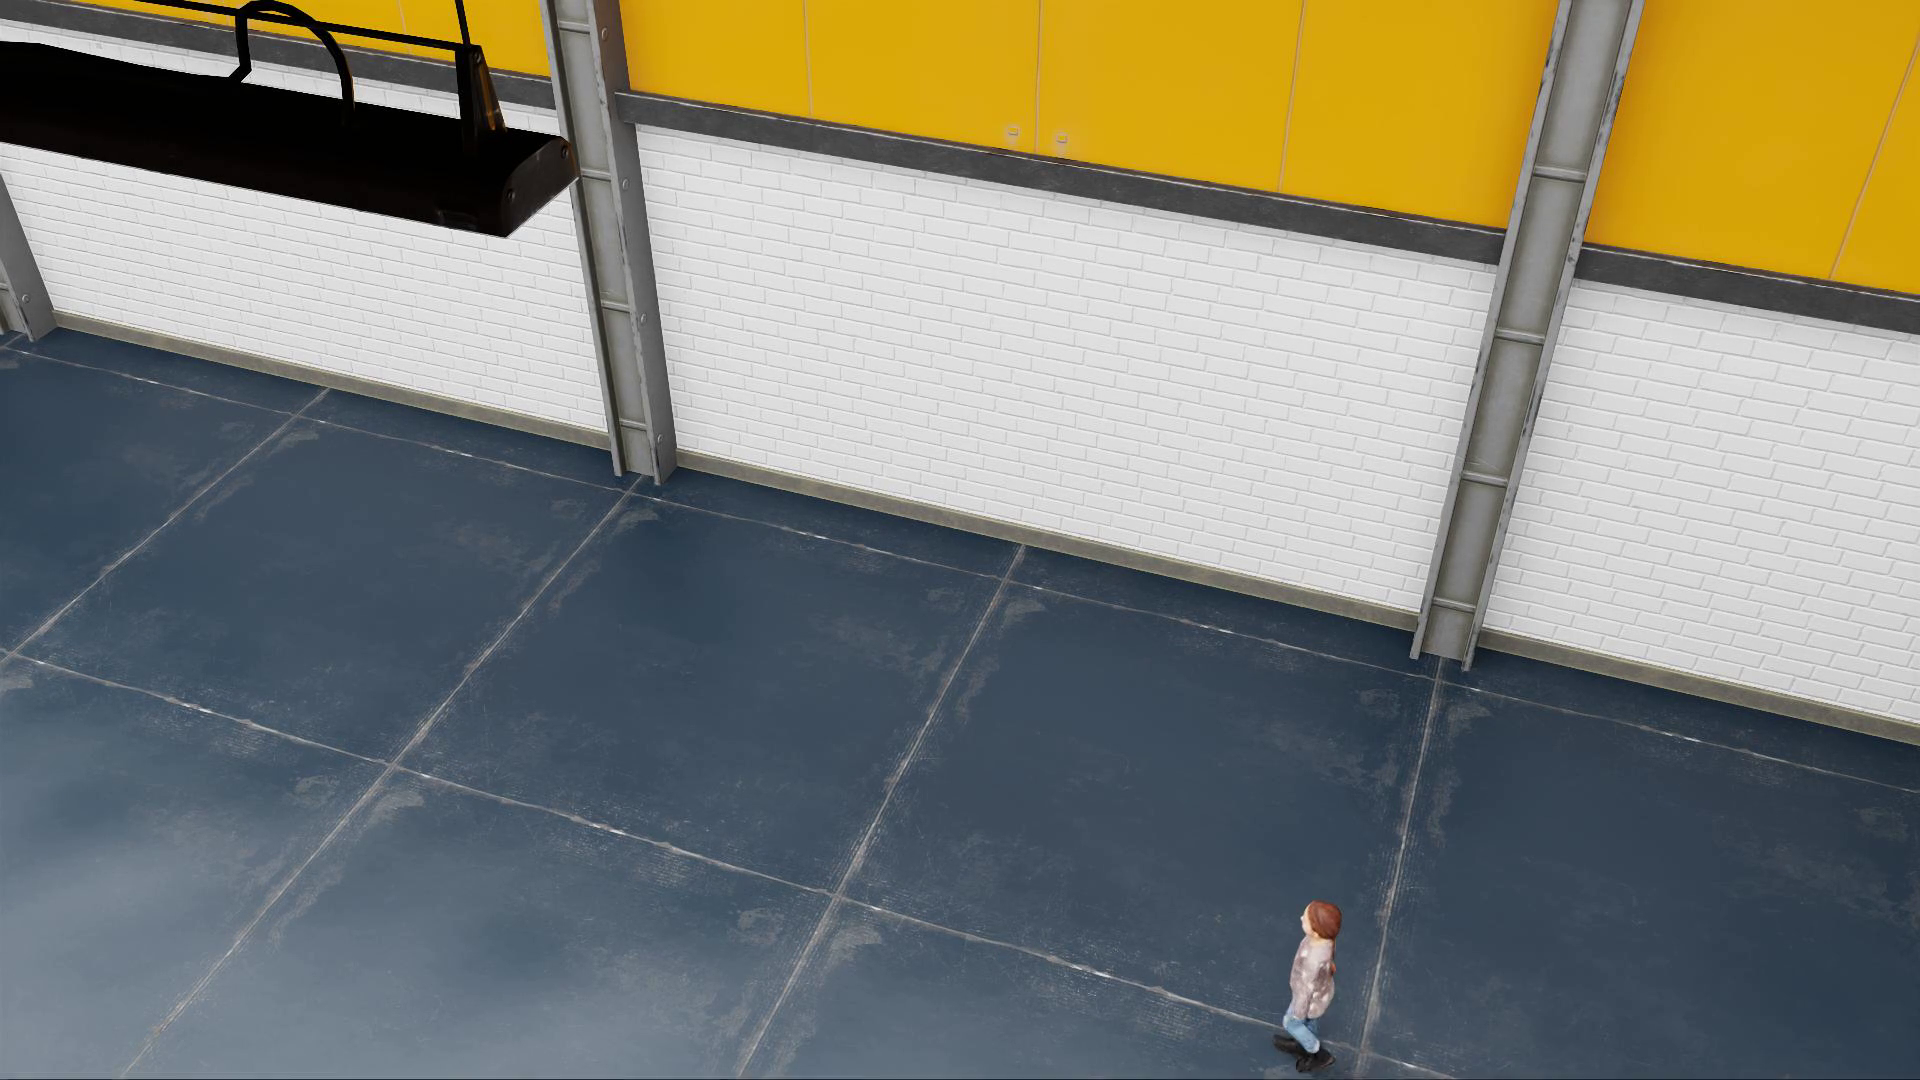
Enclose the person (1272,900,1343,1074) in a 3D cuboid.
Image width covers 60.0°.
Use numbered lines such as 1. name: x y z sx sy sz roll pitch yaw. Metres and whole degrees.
1. person: 1.799 2.255 8.295 0.573 1.189 0.522 17 42 20
